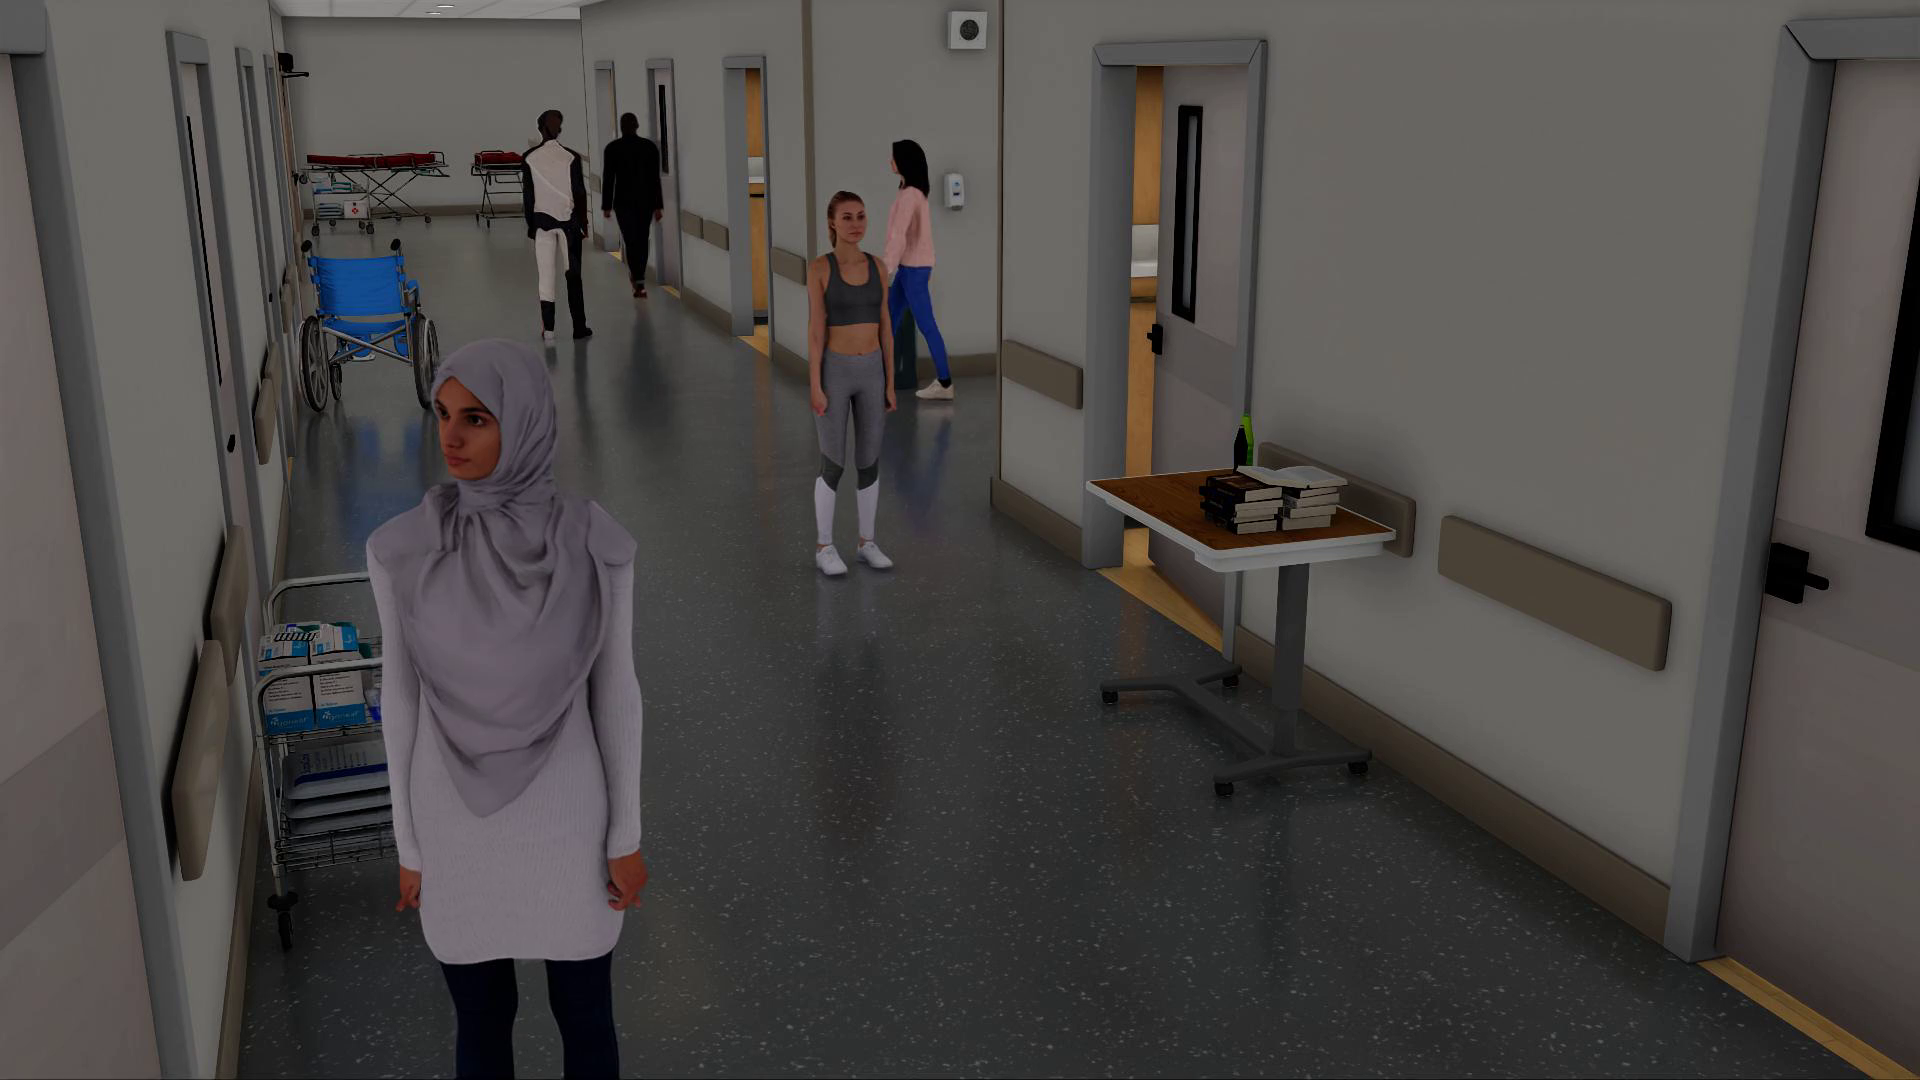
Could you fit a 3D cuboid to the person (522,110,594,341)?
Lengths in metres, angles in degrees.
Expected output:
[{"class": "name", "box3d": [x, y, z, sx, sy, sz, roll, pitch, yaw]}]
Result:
[{"class": "person", "box3d": [-3.394, -2.649, 13.997, 0.734, 1.893, 0.677, -1, 16, -5]}]

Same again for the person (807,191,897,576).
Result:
[{"class": "person", "box3d": [-0.494, -0.693, 7.411, 0.588, 1.700, 0.552, -9, 18, -29]}]

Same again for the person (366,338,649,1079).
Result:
[{"class": "person", "box3d": [-0.787, 0.519, 2.974, 0.668, 1.776, 0.634, -1, 16, -2]}]

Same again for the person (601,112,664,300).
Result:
[{"class": "person", "box3d": [-3.175, -3.224, 16.257, 0.768, 1.772, 1.135, -7, 17, -23]}]

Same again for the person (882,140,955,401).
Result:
[{"class": "person", "box3d": [-0.227, -1.774, 11.188, 1.049, 1.733, 1.114, 3, 16, 9]}]
